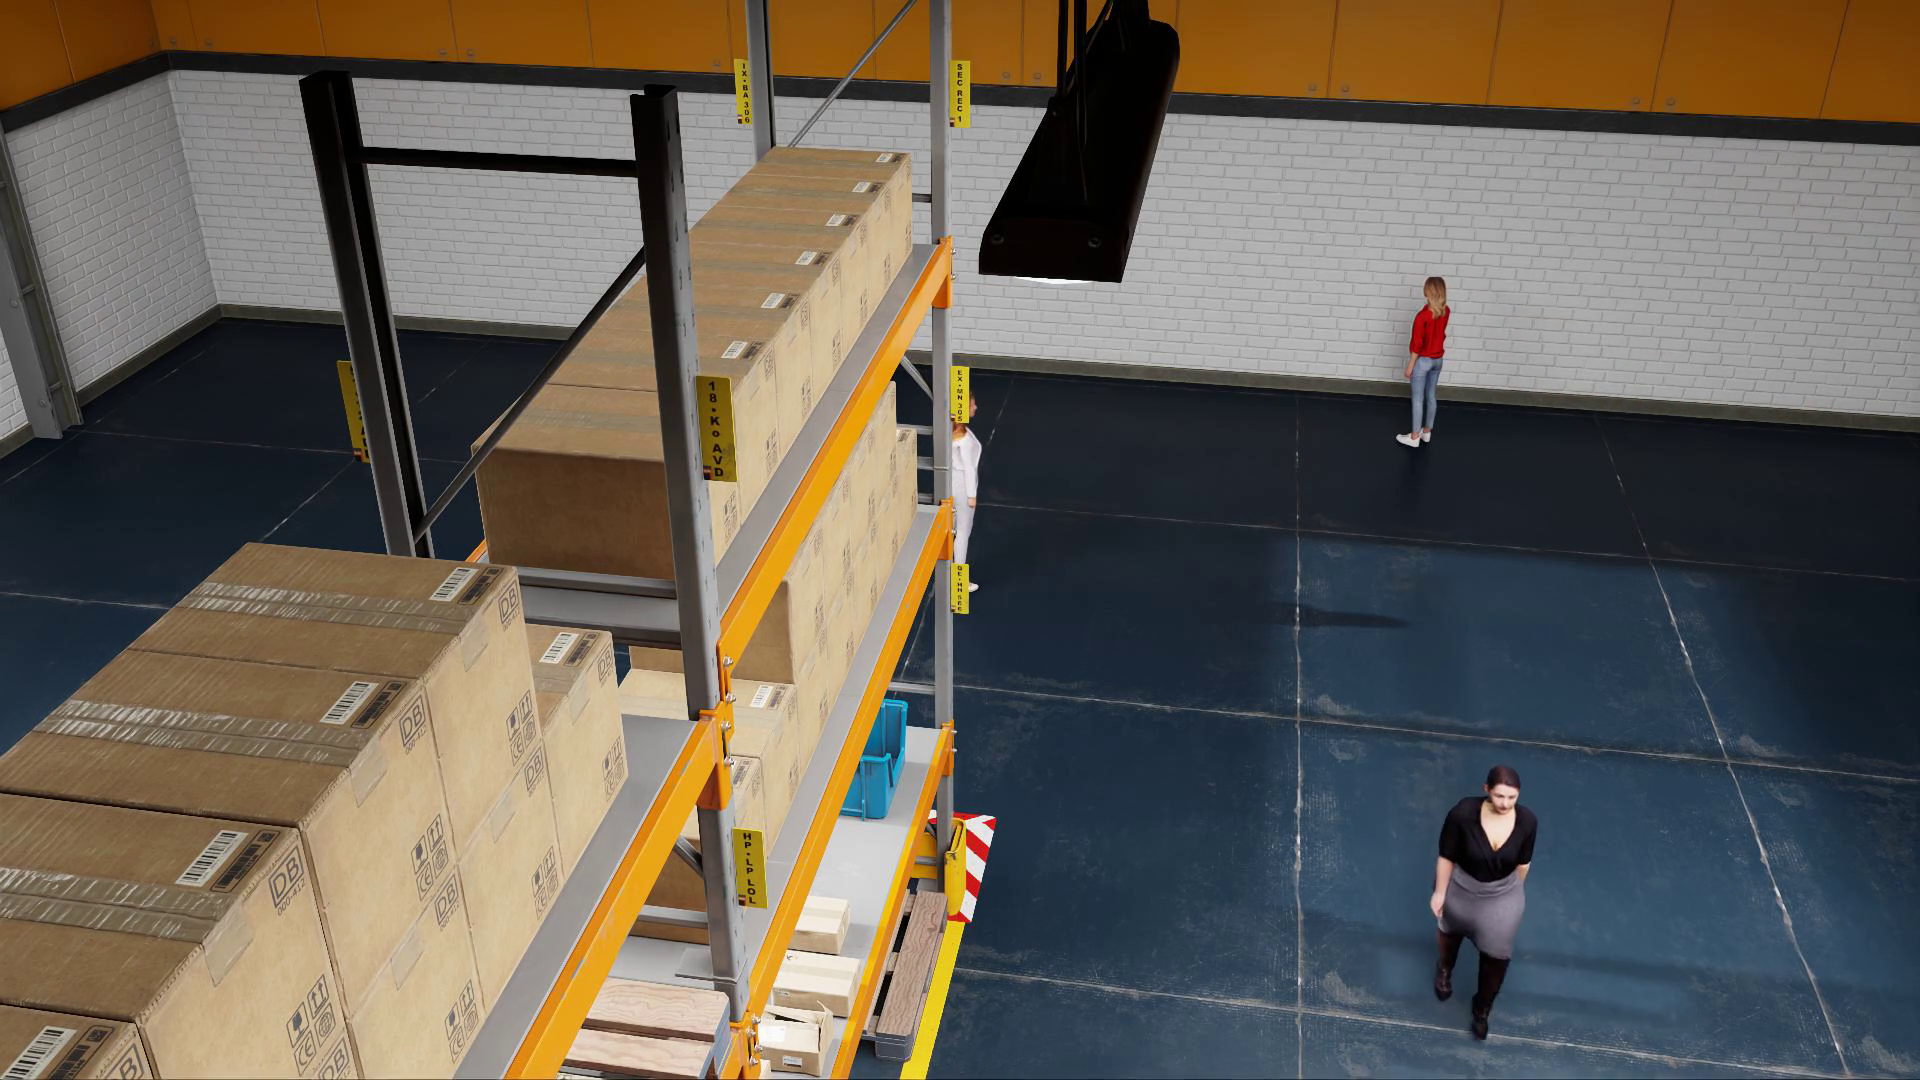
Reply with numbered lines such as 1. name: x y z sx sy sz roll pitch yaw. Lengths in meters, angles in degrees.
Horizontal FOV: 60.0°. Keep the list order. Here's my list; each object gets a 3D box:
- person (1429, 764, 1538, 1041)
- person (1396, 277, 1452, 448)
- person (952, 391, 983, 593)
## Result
1. person: 2.890 1.915 9.349 0.679 1.736 0.741 7 29 12
2. person: 4.502 -1.720 16.047 0.670 1.704 0.733 -19 34 -31
3. person: 0.002 -0.406 13.574 0.728 1.766 0.629 -11 30 -19
